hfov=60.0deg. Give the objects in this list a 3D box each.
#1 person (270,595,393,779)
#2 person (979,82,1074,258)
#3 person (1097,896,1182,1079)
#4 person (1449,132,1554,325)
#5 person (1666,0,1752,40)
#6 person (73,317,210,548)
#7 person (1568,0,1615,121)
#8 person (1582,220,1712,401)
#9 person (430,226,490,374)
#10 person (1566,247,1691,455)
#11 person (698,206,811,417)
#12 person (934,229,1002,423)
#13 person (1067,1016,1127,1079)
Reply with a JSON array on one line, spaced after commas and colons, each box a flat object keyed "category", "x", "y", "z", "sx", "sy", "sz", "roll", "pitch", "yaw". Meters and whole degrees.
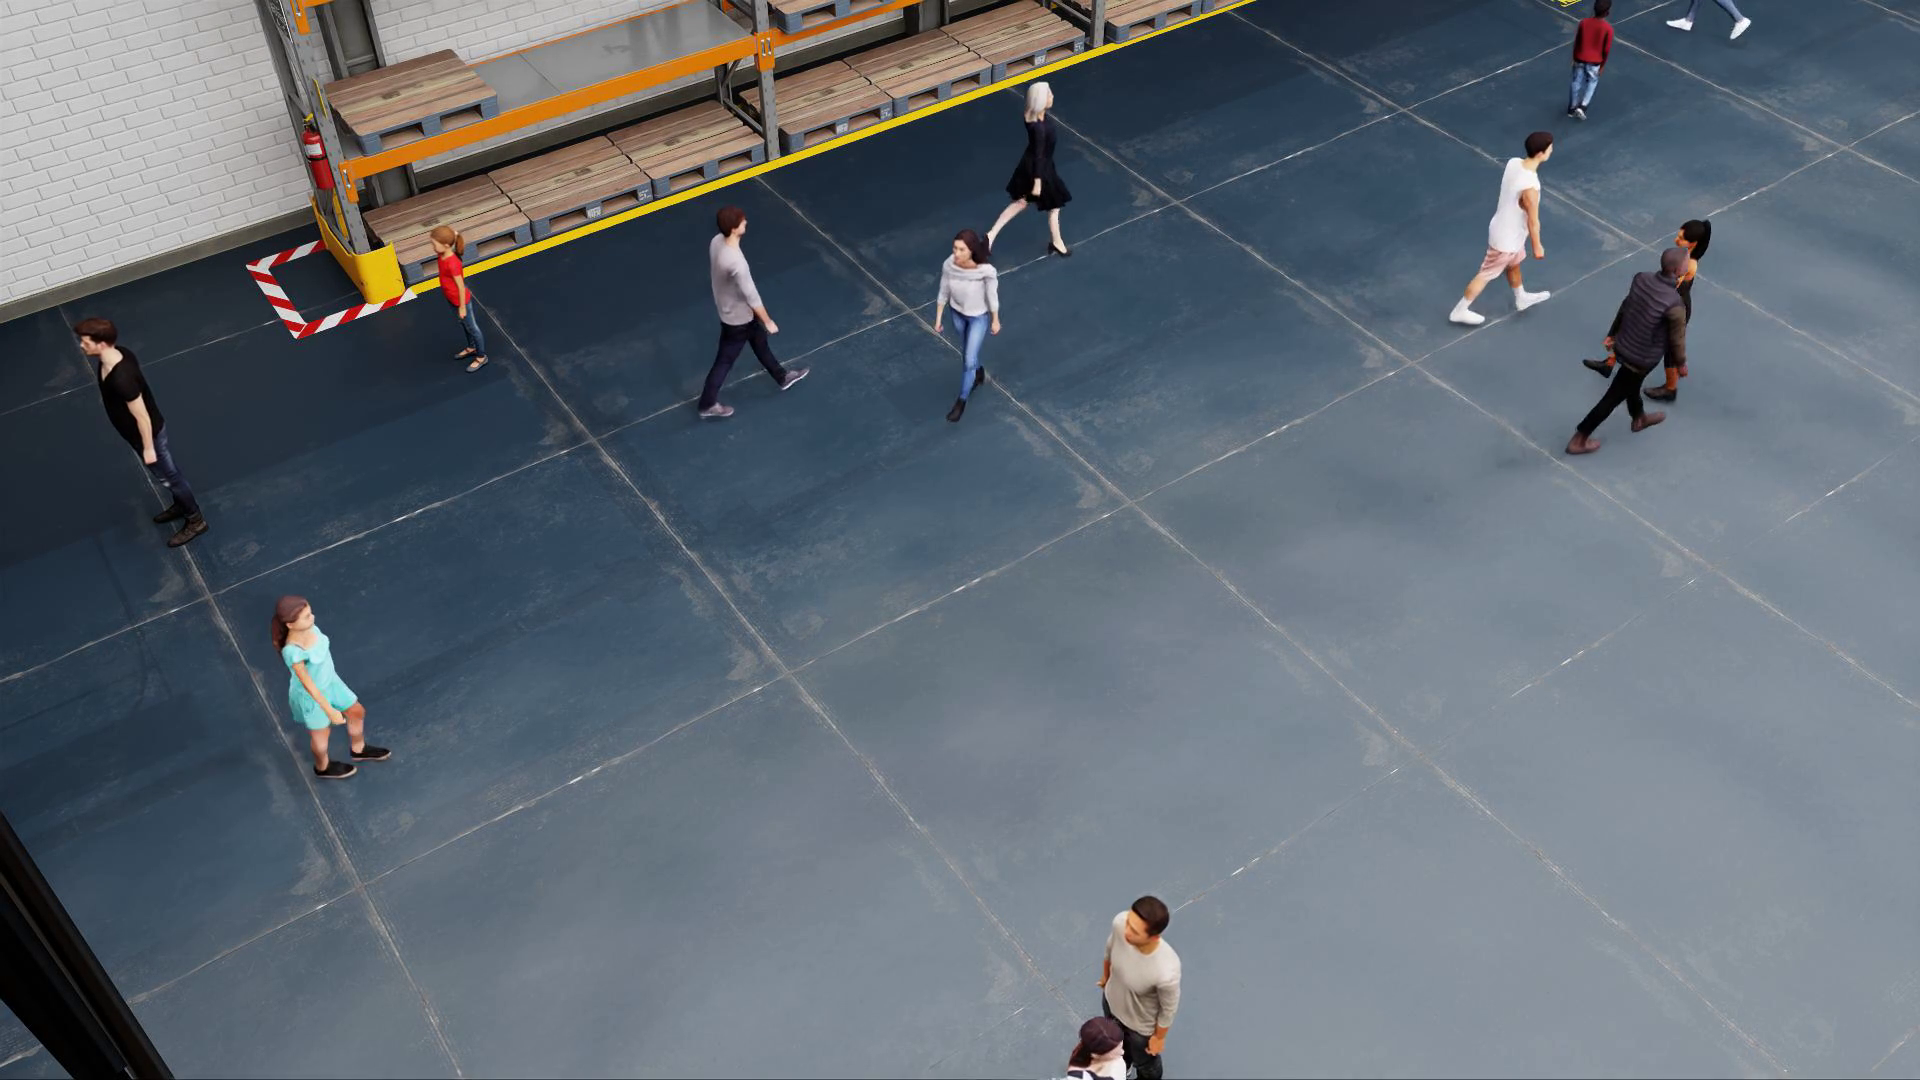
[{"category": "person", "x": -4.013, "y": 0.923, "z": 10.156, "sx": 0.815, "sy": 1.541, "sz": 0.742, "roll": 2, "pitch": 44, "yaw": 2}, {"category": "person", "x": 0.570, "y": -3.108, "z": 14.263, "sx": 1.195, "sy": 1.712, "sz": 0.883, "roll": -9, "pitch": 44, "yaw": -9}, {"category": "person", "x": 0.910, "y": 2.356, "z": 8.455, "sx": 0.533, "sy": 1.811, "sz": 0.647, "roll": -24, "pitch": 49, "yaw": -23}, {"category": "person", "x": 4.391, "y": -2.491, "z": 13.599, "sx": 1.188, "sy": 1.734, "sz": 1.046, "roll": 1, "pitch": 44, "yaw": 1}, {"category": "person", "x": 8.025, "y": -6.051, "z": 17.351, "sx": 1.004, "sy": 1.713, "sz": 1.070, "roll": 18, "pitch": 47, "yaw": 18}, {"category": "person", "x": -5.731, "y": -0.780, "z": 11.686, "sx": 0.549, "sy": 1.896, "sz": 0.657, "roll": -24, "pitch": 49, "yaw": -23}, {"category": "person", "x": 6.133, "y": -4.691, "z": 16.262, "sx": 0.621, "sy": 1.246, "sz": 0.693, "roll": 22, "pitch": 48, "yaw": 21}, {"category": "person", "x": 5.593, "y": -1.749, "z": 12.891, "sx": 0.998, "sy": 1.636, "sz": 1.002, "roll": 13, "pitch": 45, "yaw": 14}, {"category": "person", "x": -4.017, "y": -1.954, "z": 13.343, "sx": 0.482, "sy": 1.310, "sz": 0.472, "roll": -24, "pitch": 49, "yaw": -23}, {"category": "person", "x": 4.945, "y": -1.357, "z": 12.367, "sx": 1.226, "sy": 1.791, "sz": 0.990, "roll": -8, "pitch": 44, "yaw": -8}, {"category": "person", "x": -1.804, "y": -1.690, "z": 12.719, "sx": 1.261, "sy": 1.788, "sz": 0.896, "roll": -13, "pitch": 45, "yaw": -13}, {"category": "person", "x": 0.113, "y": -1.767, "z": 12.939, "sx": 0.891, "sy": 1.596, "sz": 1.074, "roll": 21, "pitch": 48, "yaw": 21}, {"category": "person", "x": 0.556, "y": 2.788, "z": 8.126, "sx": 0.809, "sy": 1.639, "sz": 0.759, "roll": 12, "pitch": 45, "yaw": 12}]
